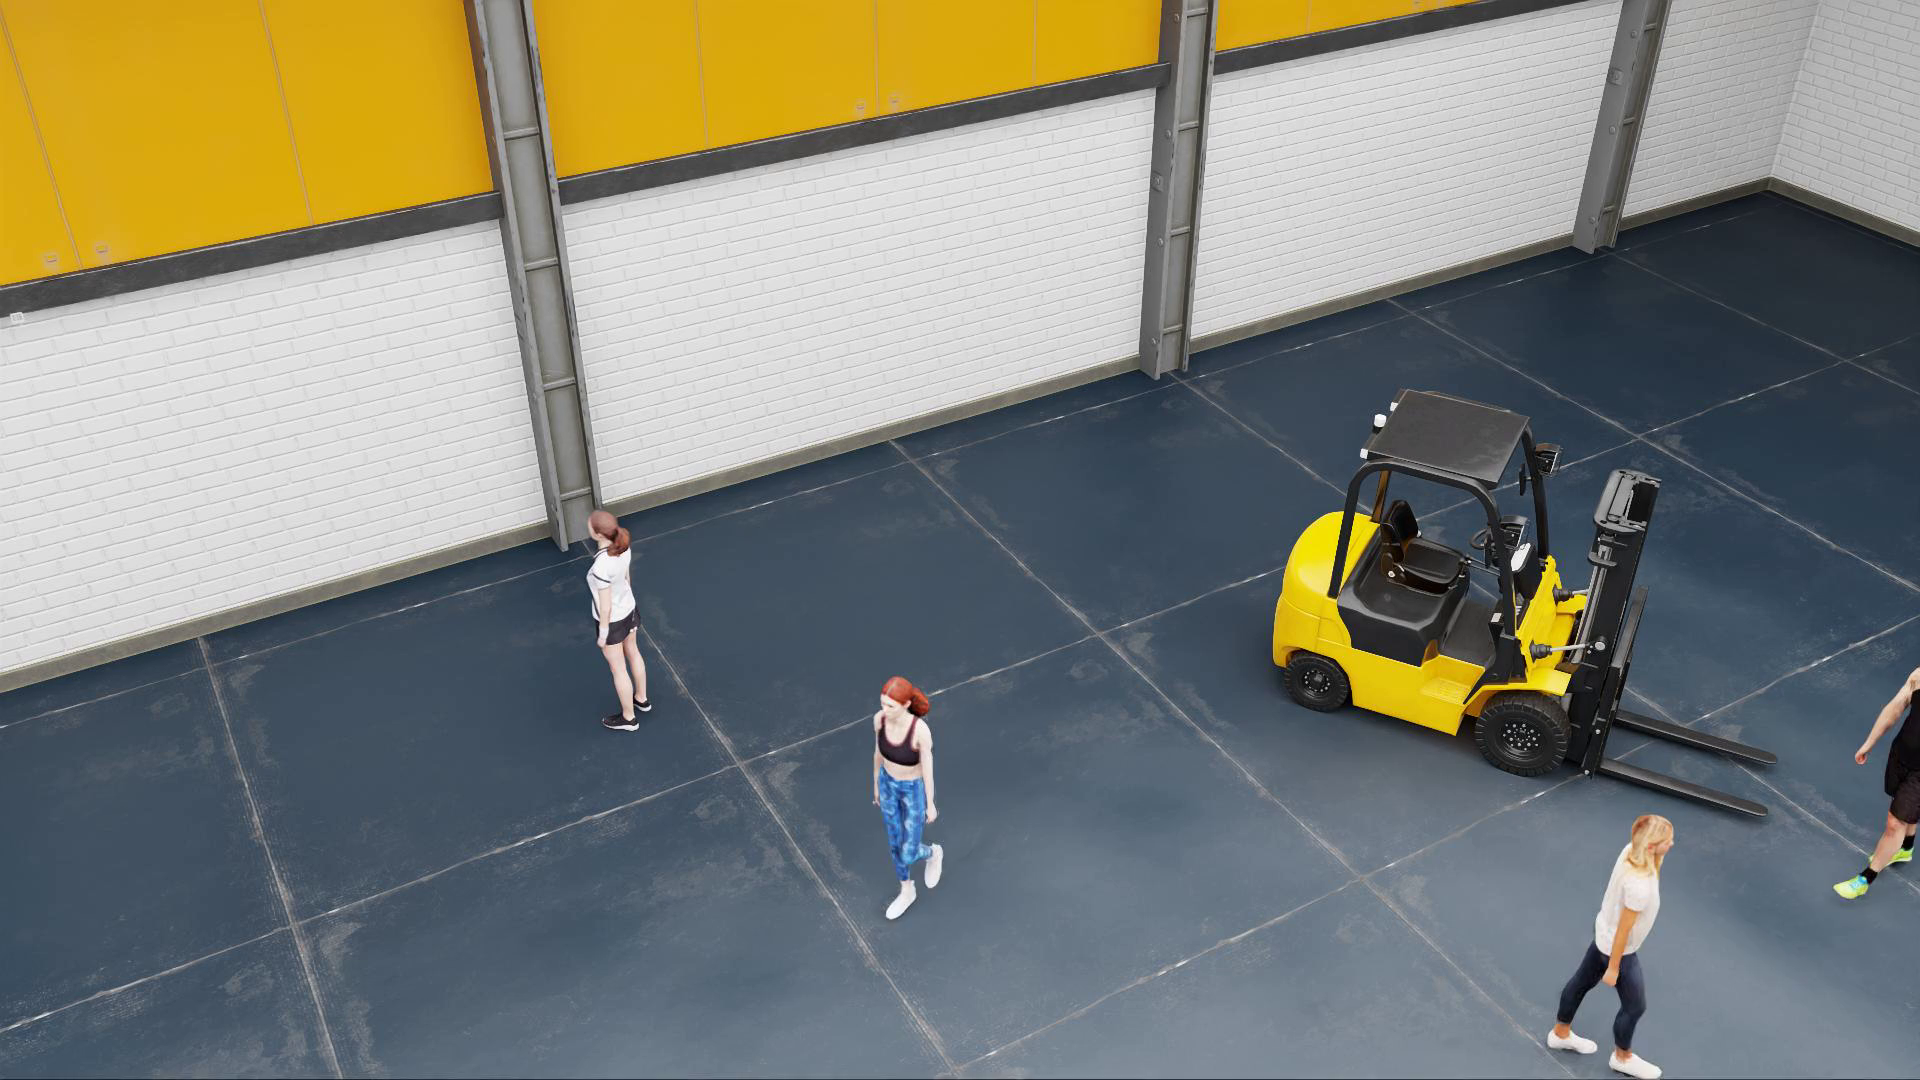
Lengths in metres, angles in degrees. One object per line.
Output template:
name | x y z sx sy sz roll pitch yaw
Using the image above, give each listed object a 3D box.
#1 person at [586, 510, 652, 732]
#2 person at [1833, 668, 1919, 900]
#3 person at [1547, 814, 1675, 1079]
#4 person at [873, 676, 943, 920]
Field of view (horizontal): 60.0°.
person | -2.369 0.539 11.486 0.736 1.753 0.672 10 35 15
person | 5.952 1.341 10.192 1.070 1.849 0.828 -10 35 -15
person | 3.455 2.165 9.001 0.958 1.795 0.895 8 34 12
person | -0.282 1.506 10.009 0.749 1.777 0.841 20 38 27
